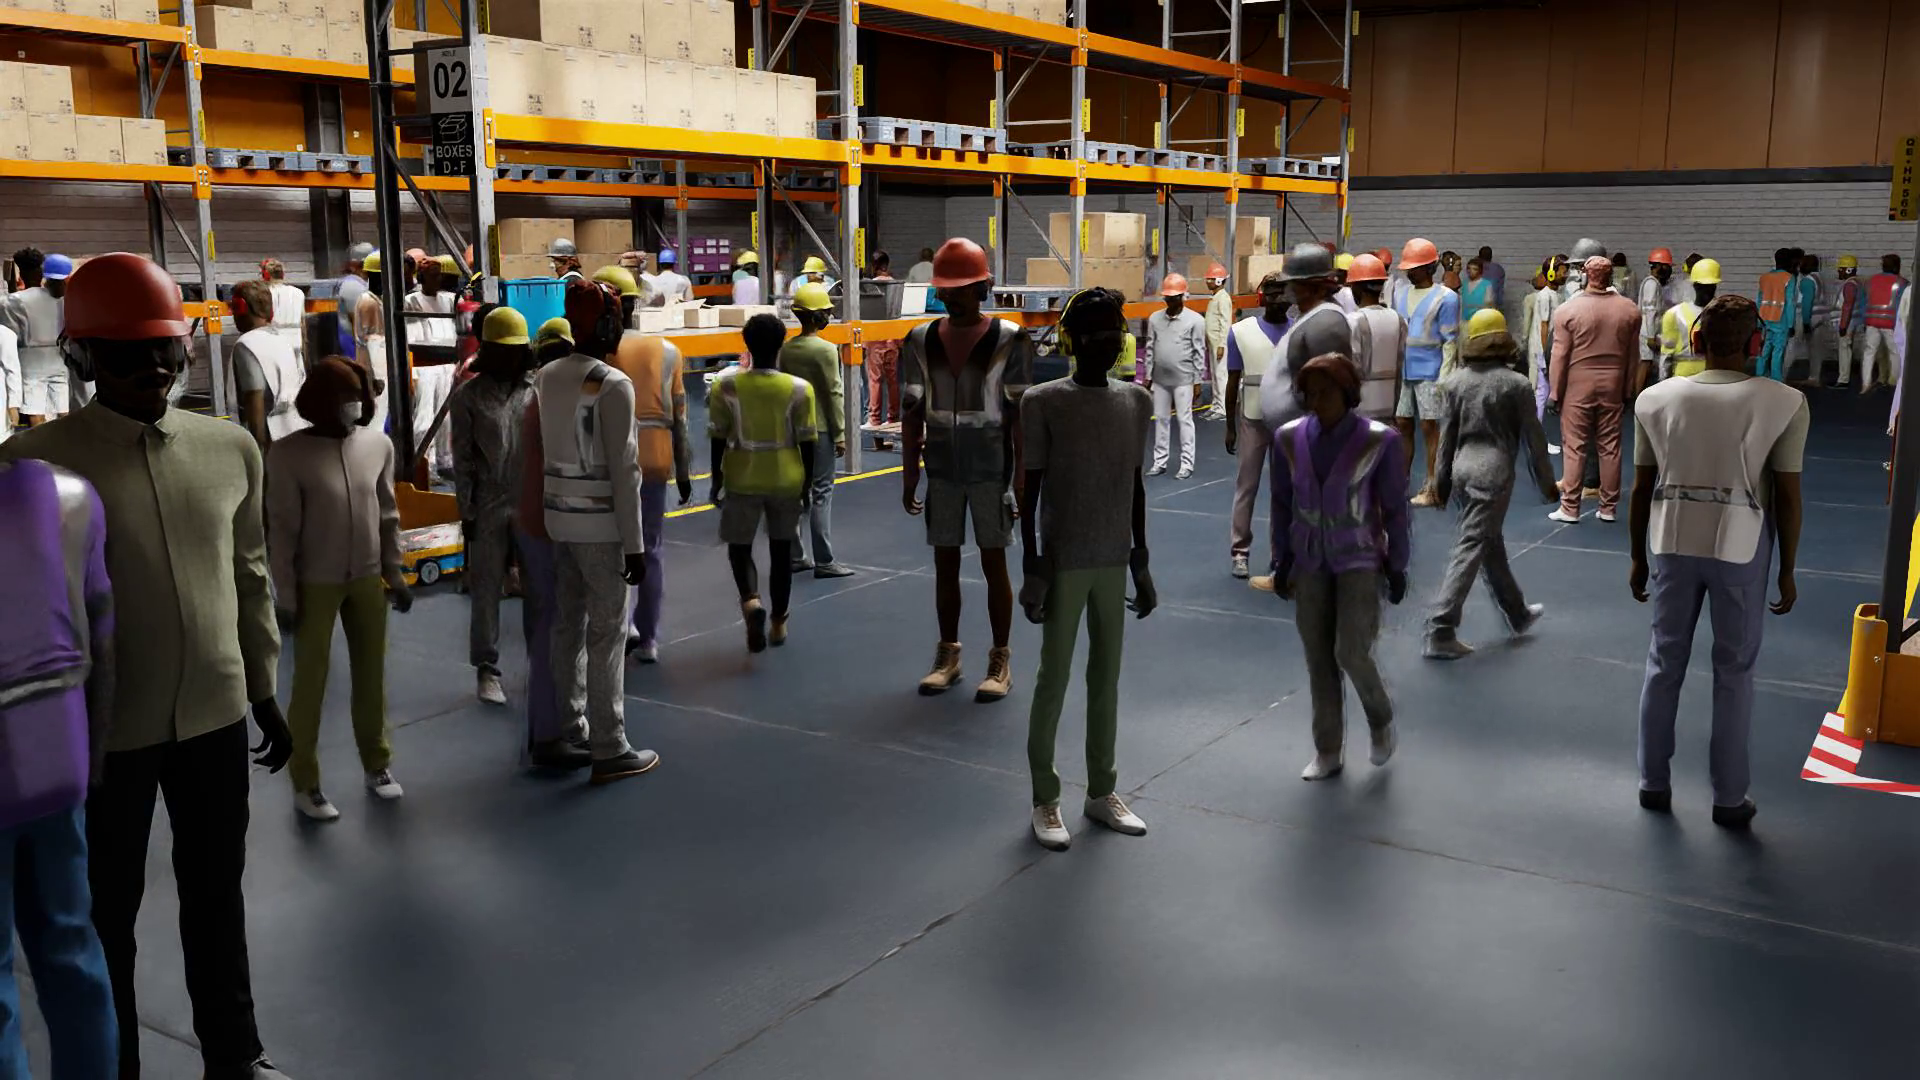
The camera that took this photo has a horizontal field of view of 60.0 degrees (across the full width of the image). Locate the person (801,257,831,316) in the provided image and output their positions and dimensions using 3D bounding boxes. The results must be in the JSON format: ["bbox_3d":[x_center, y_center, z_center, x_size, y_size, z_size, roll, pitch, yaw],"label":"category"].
[{"bbox_3d":[-1.675,-2.430,19.717,0.411,1.822,0.593,-6,12,-30],"label":"person"}]

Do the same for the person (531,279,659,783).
[{"bbox_3d":[-1.377,-0.029,6.251,0.351,1.880,0.575,-10,14,-44],"label":"person"}]

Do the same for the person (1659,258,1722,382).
[{"bbox_3d":[5.738,-1.240,12.933,0.585,1.892,0.955,0,10,2],"label":"person"}]

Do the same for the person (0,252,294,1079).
[{"bbox_3d":[-1.772,0.377,3.671,0.382,1.995,0.612,7,13,35],"label":"person"}]

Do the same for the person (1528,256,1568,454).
[{"bbox_3d":[5.618,-1.759,15.852,0.323,1.871,0.530,4,11,22],"label":"person"}]

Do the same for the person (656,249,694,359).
[{"bbox_3d":[-3.805,-2.851,21.817,0.617,1.916,0.954,1,10,4],"label":"person"}]

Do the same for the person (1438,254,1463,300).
[{"bbox_3d":[6.232,-2.718,21.232,0.345,1.846,0.506,2,10,11],"label":"person"}]

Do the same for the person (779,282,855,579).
[{"bbox_3d":[-0.876,-0.654,10.006,0.309,1.772,0.525,-10,14,-44],"label":"person"}]

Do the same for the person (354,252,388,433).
[{"bbox_3d":[-4.806,-1.414,13.787,0.378,1.922,0.593,-3,11,-16],"label":"person"}]

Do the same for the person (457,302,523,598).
[{"bbox_3d":[-2.572,-0.500,9.394,0.677,1.666,0.550,0,10,-1],"label":"person"}]

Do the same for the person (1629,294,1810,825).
[{"bbox_3d":[2.606,0.074,5.794,0.560,1.836,0.394,8,13,38],"label":"person"}]

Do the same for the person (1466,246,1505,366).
[{"bbox_3d":[8.377,-3.722,26.565,0.625,1.933,0.374,-3,11,-14],"label":"person"}]

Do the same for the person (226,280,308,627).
[{"bbox_3d":[-3.666,-0.439,8.683,0.527,1.812,0.620,0,10,-2],"label":"person"}]

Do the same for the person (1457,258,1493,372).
[{"bbox_3d":[7.142,-2.987,22.897,0.898,1.792,0.607,-7,12,-32],"label":"person"}]

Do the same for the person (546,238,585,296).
[{"bbox_3d":[-4.058,-2.060,17.045,0.535,2.000,0.674,-2,10,-10],"label":"person"}]

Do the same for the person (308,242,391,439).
[{"bbox_3d":[-5.921,-1.919,16.261,0.848,2.000,0.680,-2,10,-10],"label":"person"}]

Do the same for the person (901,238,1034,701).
[{"bbox_3d":[0.020,-0.301,7.338,0.611,2.032,0.411,4,11,20],"label":"person"}]

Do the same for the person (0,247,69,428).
[{"bbox_3d":[-7.343,-1.347,13.306,0.370,1.963,0.608,8,13,38],"label":"person"}]

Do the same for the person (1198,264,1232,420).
[{"bbox_3d":[2.886,-2.227,18.761,0.338,1.752,0.565,0,10,-2],"label":"person"}]

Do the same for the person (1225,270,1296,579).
[{"bbox_3d":[1.862,-0.692,10.003,0.569,1.843,0.373,-2,10,-9],"label":"person"}]

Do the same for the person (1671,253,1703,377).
[{"bbox_3d":[8.647,-2.454,19.715,0.534,1.864,0.309,2,11,13],"label":"person"}]

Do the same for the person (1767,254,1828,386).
[{"bbox_3d":[11.684,-3.050,23.176,0.645,1.819,0.805,-10,14,-43],"label":"person"}]

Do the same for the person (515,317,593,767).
[{"bbox_3d":[-1.569,-0.001,6.515,0.447,1.721,0.622,-7,12,-33],"label":"person"}]

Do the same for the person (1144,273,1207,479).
[{"bbox_3d":[1.809,-1.387,14.141,0.568,1.743,0.351,8,13,38],"label":"person"}]

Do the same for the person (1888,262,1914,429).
[{"bbox_3d":[10.101,-2.067,17.667,0.339,1.833,0.522,7,12,32],"label":"person"}]

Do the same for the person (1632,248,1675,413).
[{"bbox_3d":[8.103,-2.436,19.450,0.385,1.929,0.543,4,11,23],"label":"person"}]

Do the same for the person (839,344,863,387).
[{"bbox_3d":[-1.478,-2.930,22.747,0.549,1.730,0.671,10,14,44],"label":"person"}]

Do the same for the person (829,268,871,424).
[{"bbox_3d":[-1.133,-2.180,18.100,0.598,1.906,0.404,-5,11,-25],"label":"person"}]

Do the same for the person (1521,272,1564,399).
[{"bbox_3d":[7.356,-2.574,21.017,0.497,1.634,0.279,2,10,9],"label":"person"}]

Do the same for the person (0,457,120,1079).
[{"bbox_3d":[-1.923,0.487,3.260,0.394,1.924,0.596,5,11,24],"label":"person"}]

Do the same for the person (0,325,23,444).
[{"bbox_3d":[-6.968,-0.974,11.818,0.564,1.752,0.340,0,10,-1],"label":"person"}]
